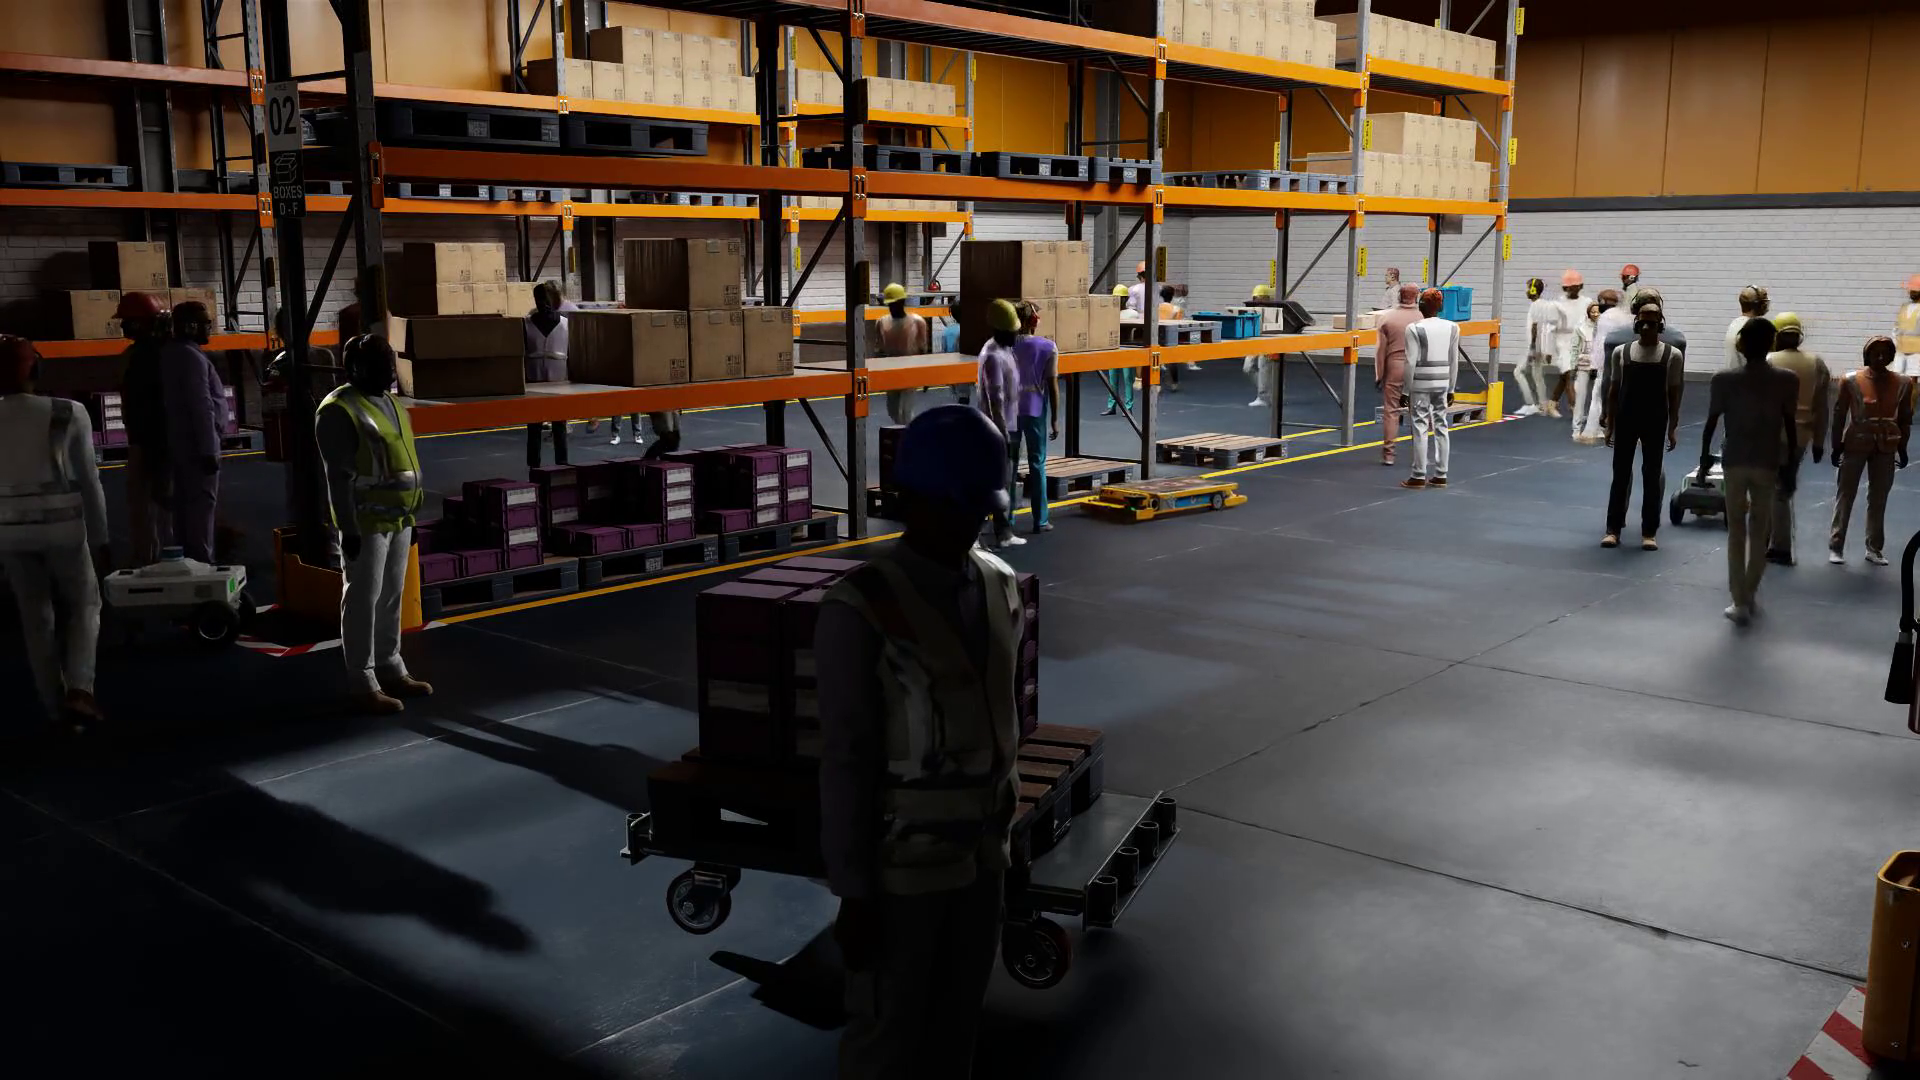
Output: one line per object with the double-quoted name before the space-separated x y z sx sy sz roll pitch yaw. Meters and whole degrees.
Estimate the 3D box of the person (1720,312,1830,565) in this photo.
"person" 5.922 -0.755 12.126 0.617 1.776 0.891 0 10 -1

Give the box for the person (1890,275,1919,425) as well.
"person" 12.127 -2.410 21.222 0.470 1.920 0.637 -3 11 -19

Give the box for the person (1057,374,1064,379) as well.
"person" 1.643 -3.726 28.624 0.376 1.934 0.547 -4 11 -23

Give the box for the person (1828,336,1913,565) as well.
"person" 6.484 -0.635 11.862 0.523 1.639 0.308 2 10 10

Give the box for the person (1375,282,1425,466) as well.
"person" 4.631 -1.714 17.255 0.652 1.904 0.403 3 10 14

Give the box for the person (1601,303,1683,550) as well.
"person" 5.106 -0.844 12.466 0.504 1.847 0.345 5 11 25

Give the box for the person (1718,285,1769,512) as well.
"person" 6.751 -1.213 14.303 0.361 1.939 0.635 2 10 11

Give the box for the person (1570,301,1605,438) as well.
"person" 7.521 -2.021 19.782 0.517 1.634 0.312 2 10 12

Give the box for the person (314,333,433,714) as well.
"person" -2.854 -0.086 8.167 0.429 1.845 0.621 2 10 10

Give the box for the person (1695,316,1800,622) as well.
"person" 4.838 -0.455 10.274 0.505 1.837 0.834 2 10 12

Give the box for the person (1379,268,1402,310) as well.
"person" 7.556 -3.811 29.191 0.409 1.908 0.639 2 10 12

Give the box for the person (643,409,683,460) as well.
"person" -2.619 -1.264 14.624 0.554 1.924 0.603 2 10 11

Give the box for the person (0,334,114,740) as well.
"person" -4.215 -0.005 7.620 0.606 1.868 0.404 -3 10 -18

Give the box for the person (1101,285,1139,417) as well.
"person" 2.150 -2.536 22.328 0.523 1.769 0.317 7 12 36

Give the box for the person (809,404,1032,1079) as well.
"person" -0.054 0.671 3.566 0.406 1.939 0.614 8 13 38

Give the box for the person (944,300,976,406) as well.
"person" -0.052 -1.922 19.075 0.703 1.679 0.538 -5 11 -25

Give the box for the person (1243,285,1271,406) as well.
"person" 4.264 -2.769 23.732 0.355 1.727 0.507 -4 11 -20

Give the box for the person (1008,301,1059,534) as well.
"person" 0.495 -0.958 13.134 0.565 1.838 0.384 2 10 13

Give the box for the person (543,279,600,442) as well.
"person" -4.582 -2.106 19.499 0.676 1.898 0.635 8 13 40

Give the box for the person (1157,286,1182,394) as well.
"person" 3.217 -3.118 25.938 0.544 1.662 0.813 3 10 16

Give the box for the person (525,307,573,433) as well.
"person" -5.022 -2.219 20.334 0.601 1.830 0.403 6 12 32

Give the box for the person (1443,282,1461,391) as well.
"person" 7.665 -3.196 26.185 0.541 1.725 0.505 -1 10 -5

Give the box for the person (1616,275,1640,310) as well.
"person" 10.717 -3.396 26.816 0.547 1.921 0.442 -8 12 -37

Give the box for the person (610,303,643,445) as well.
"person" -3.855 -1.914 19.170 0.497 1.632 0.289 -2 10 -10

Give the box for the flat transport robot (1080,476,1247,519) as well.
"flat transport robot" 1.763 -0.379 14.302 1.431 0.197 0.652 -9 13 -41

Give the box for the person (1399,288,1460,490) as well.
"person" 4.394 -1.412 15.595 0.578 1.882 0.346 -3 10 -18

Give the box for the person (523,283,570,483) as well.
"person" -3.960 -1.492 15.947 0.587 1.920 0.392 -3 10 -16

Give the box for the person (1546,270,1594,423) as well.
"person" 7.931 -2.518 21.647 0.603 1.978 1.072 -2 10 -10

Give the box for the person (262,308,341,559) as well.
"person" -4.723 -0.761 11.987 0.523 1.855 0.361 -2 10 -11

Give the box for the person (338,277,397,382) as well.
"person" -6.500 -1.943 18.339 0.630 1.976 0.442 1 10 8

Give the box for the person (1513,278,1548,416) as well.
"person" 7.693 -2.582 22.353 0.563 1.847 0.567 7 12 34

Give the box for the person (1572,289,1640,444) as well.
"person" 7.470 -1.962 19.027 0.801 1.793 0.730 7 12 35

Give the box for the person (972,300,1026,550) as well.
"person" 0.243 -0.831 12.313 0.438 1.880 0.722 1 10 6

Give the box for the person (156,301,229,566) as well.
"person" -5.070 -0.631 11.084 0.400 1.907 0.645 -9 13 -40

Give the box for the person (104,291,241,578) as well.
"person" -5.385 -0.691 11.231 0.794 1.972 0.634 -1 10 -8

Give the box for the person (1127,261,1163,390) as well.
"person" 2.924 -3.399 26.453 0.605 2.045 0.377 -3 10 -17

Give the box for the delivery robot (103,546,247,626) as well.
"delivery robot" -4.469 0.278 9.484 0.707 0.478 0.477 -2 10 -12

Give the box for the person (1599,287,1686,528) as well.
"person" 5.494 -1.060 13.431 0.635 1.937 0.353 2 10 10

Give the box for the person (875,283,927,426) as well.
"person" -0.603 -1.804 17.820 0.602 1.895 0.719 3 10 17

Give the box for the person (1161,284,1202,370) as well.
"person" 4.029 -3.931 30.737 0.826 1.605 0.519 -2 10 -11

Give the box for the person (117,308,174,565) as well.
"person" -5.614 -0.704 11.686 0.634 1.839 0.429 8 13 39

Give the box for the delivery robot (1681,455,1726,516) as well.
"delivery robot" 6.190 -0.457 13.673 0.477 0.478 0.707 7 12 36

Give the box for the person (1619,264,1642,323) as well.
"person" 10.725 -3.413 26.669 0.395 1.994 0.612 3 10 15
